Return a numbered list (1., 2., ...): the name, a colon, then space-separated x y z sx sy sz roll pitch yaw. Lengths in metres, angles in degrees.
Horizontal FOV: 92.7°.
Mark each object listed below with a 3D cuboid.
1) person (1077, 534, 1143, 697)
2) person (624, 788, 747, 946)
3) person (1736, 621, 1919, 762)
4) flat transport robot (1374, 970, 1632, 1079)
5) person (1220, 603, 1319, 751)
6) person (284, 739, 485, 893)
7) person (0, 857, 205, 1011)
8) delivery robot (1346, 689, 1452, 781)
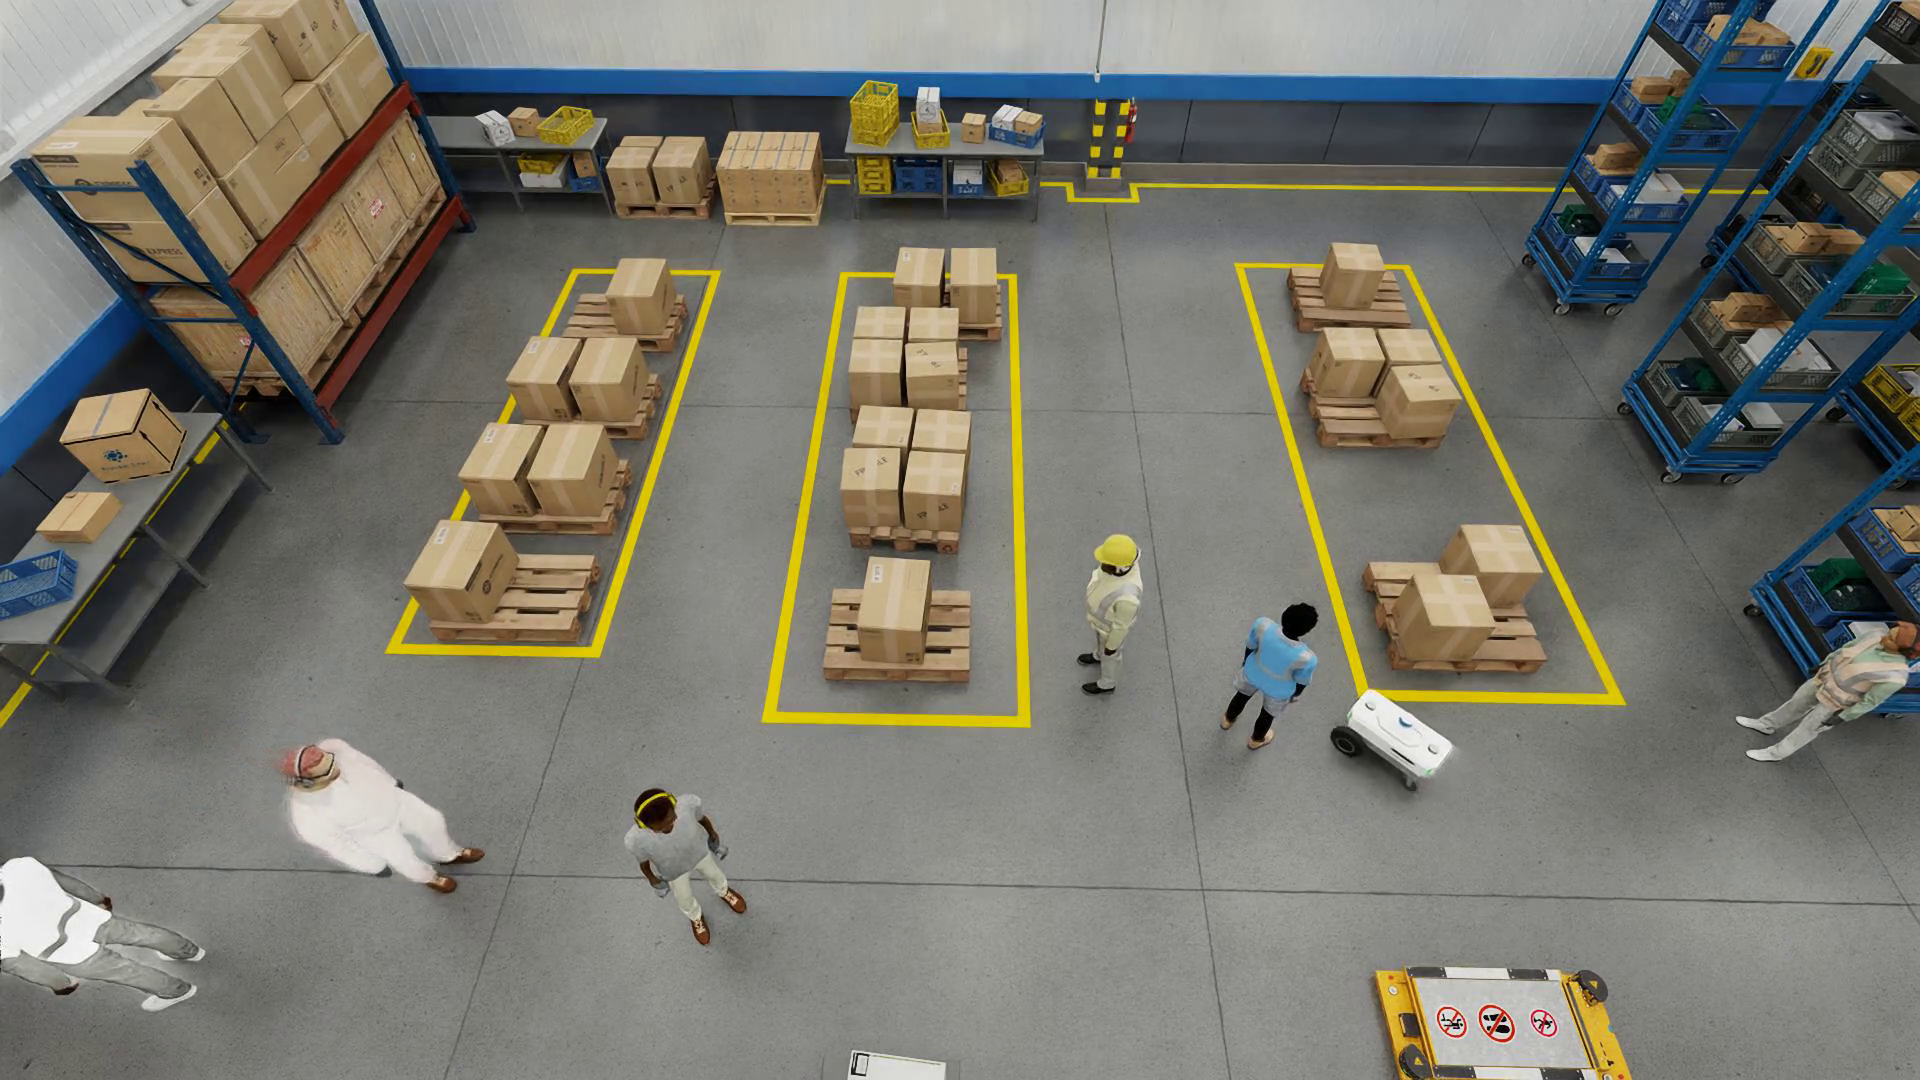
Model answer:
1. person: 1.141 0.573 7.007 0.403 1.823 0.598 -1 51 -1
2. person: -1.721 2.038 5.782 0.508 1.874 0.329 -35 59 -25
3. person: 6.362 1.113 6.683 0.311 1.638 0.523 13 52 10
4. flat transport robot: 3.501 3.133 5.914 1.431 0.197 0.652 1 51 1
5. person: 2.281 1.005 6.735 0.318 1.697 0.535 -36 59 -26
6. person: -3.713 1.822 5.942 0.543 1.888 0.686 -4 51 -3
7. person: -5.285 2.381 5.477 0.393 1.912 0.590 -8 51 -6
8. delivery robot: 3.347 1.482 7.019 0.477 0.478 0.707 -38 60 -26
